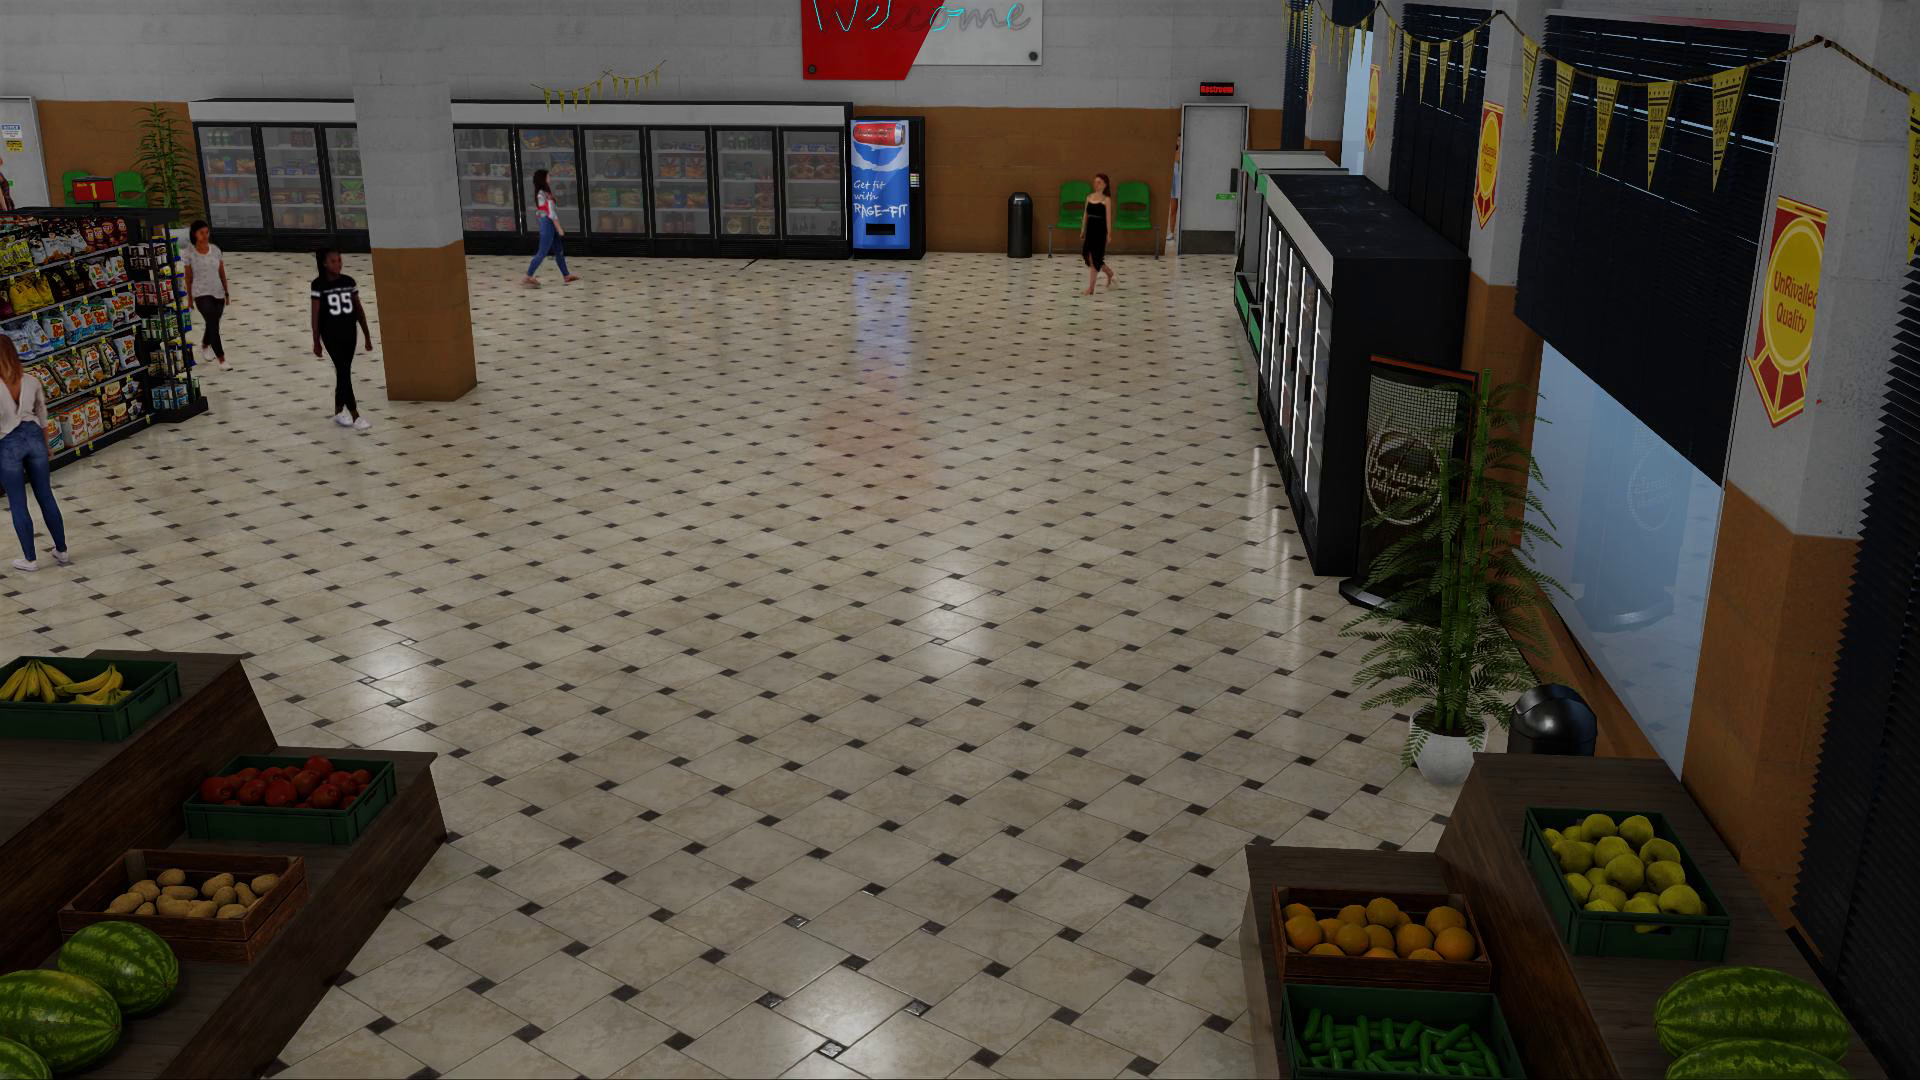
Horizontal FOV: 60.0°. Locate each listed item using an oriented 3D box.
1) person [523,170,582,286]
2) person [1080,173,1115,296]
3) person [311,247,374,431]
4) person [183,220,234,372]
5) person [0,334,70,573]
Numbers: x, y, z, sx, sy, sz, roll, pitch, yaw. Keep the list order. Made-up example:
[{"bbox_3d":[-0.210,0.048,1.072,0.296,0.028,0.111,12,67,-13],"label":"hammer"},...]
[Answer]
[{"bbox_3d":[-5.788,-4.296,23.059,0.973,1.579,1.075,-8,20,-22],"label":"person"},{"bbox_3d":[1.912,-4.156,22.617,1.060,1.598,0.963,-17,25,-42],"label":"person"},{"bbox_3d":[-5.938,-1.912,15.788,0.993,1.709,0.999,14,23,36],"label":"person"},{"bbox_3d":[-8.249,-2.662,18.174,1.053,1.604,1.100,15,24,38],"label":"person"},{"bbox_3d":[-6.765,-0.633,11.980,0.748,1.719,0.629,13,22,33],"label":"person"}]
